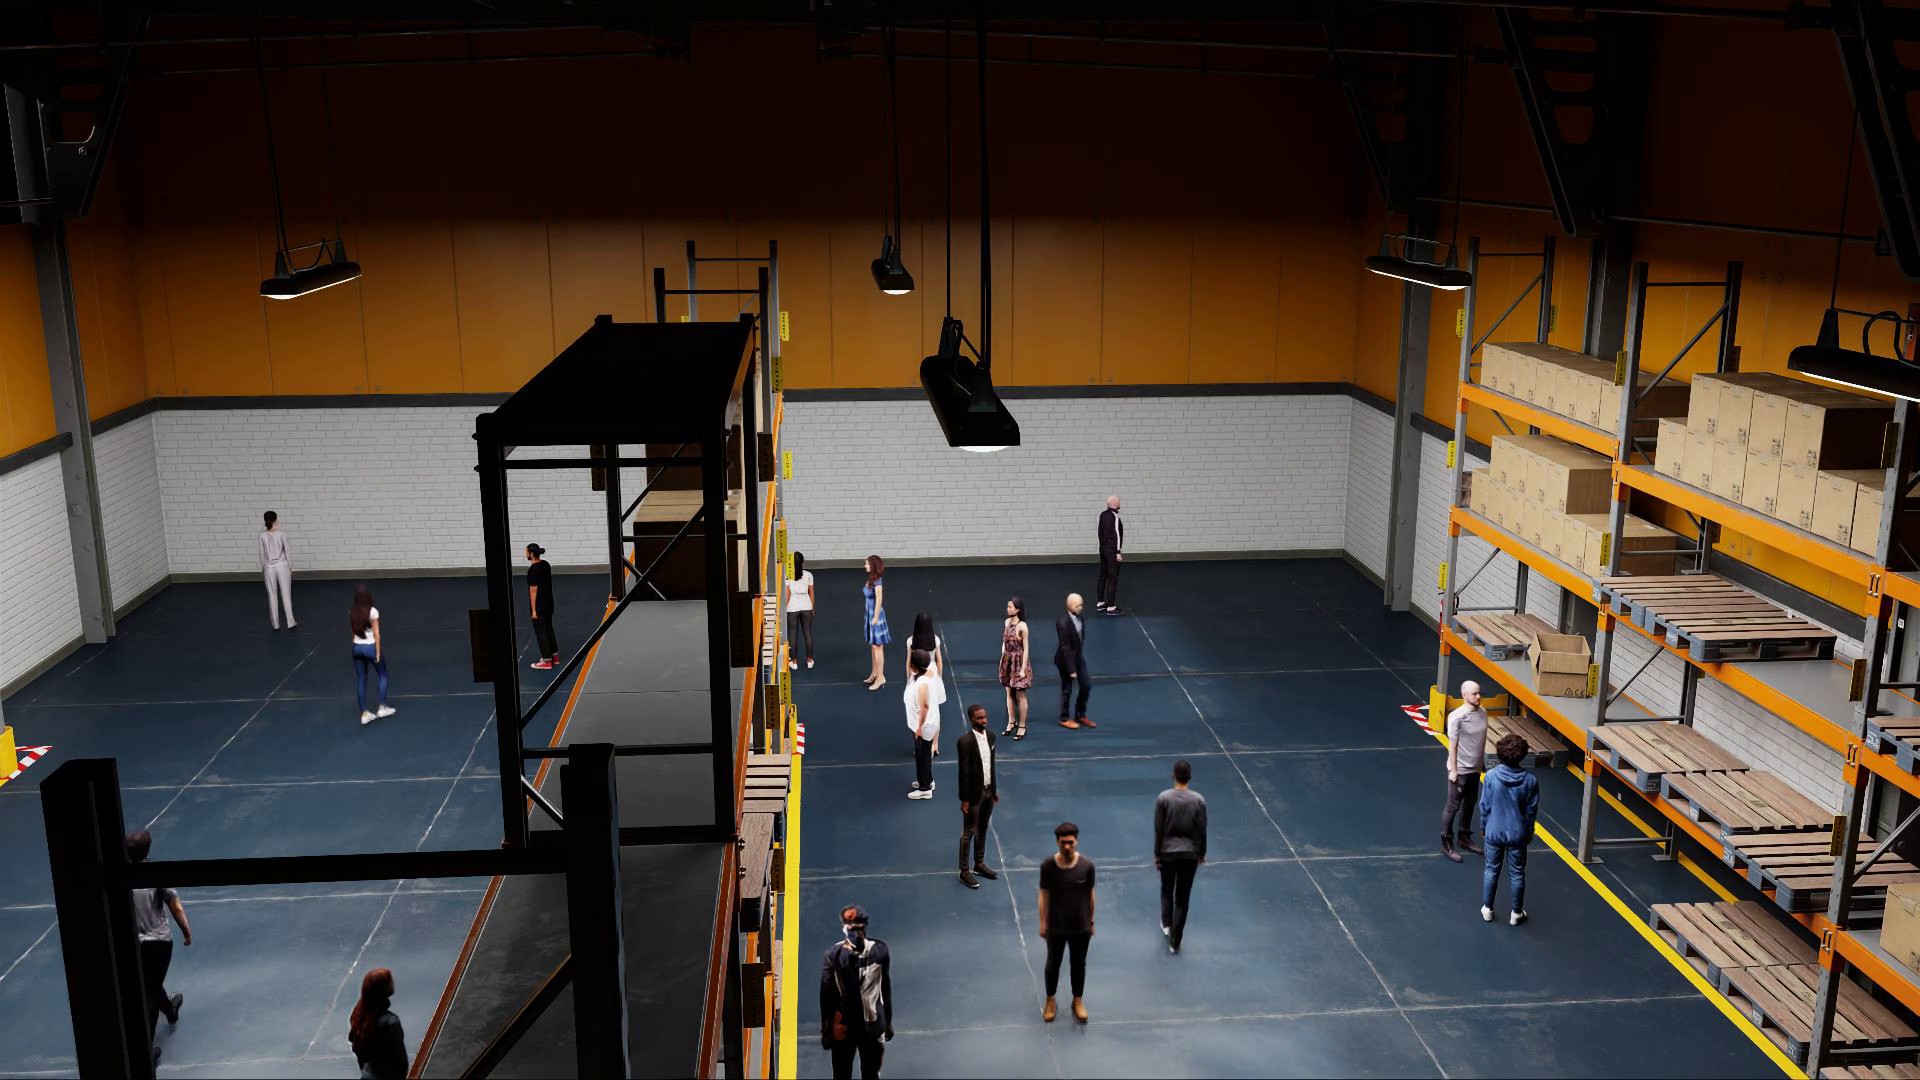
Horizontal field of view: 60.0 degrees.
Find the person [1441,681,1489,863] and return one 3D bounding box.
[{"bbox_3d":[5.110,2.301,16.835,0.749,1.832,0.754,-9,16,-33],"label":"person"}]

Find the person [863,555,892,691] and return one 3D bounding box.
[{"bbox_3d":[-1.134,1.074,21.962,0.757,1.805,0.556,-3,14,-13],"label":"person"}]

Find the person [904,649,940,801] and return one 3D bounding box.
[{"bbox_3d":[-0.429,2.009,18.352,0.780,1.687,0.632,2,14,10],"label":"person"}]

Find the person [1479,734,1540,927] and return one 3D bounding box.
[{"bbox_3d":[5.057,2.666,15.373,0.755,1.811,0.751,6,15,24],"label":"person"}]

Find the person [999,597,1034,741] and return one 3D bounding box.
[{"bbox_3d":[0.664,1.544,20.087,0.856,1.774,0.776,-10,17,-36],"label":"person"}]

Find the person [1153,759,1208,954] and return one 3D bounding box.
[{"bbox_3d":[1.943,2.839,14.803,0.751,1.743,0.888,3,14,10],"label":"person"}]

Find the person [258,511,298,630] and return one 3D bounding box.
[{"bbox_3d":[-10.130,0.442,24.634,0.603,1.775,0.553,-3,14,-10],"label":"person"}]

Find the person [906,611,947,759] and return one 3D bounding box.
[{"bbox_3d":[-0.412,1.691,19.479,0.633,1.774,0.615,-1,14,-4],"label":"person"}]

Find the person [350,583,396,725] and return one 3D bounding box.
[{"bbox_3d":[-7.404,1.431,20.585,0.710,1.760,0.788,3,14,13],"label":"person"}]

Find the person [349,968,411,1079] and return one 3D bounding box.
[{"bbox_3d":[-3.887,3.706,11.227,0.667,1.742,0.687,7,15,27],"label":"person"}]

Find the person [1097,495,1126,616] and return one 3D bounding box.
[{"bbox_3d":[2.295,0.205,25.486,0.811,1.835,0.645,-6,15,-25],"label":"person"}]

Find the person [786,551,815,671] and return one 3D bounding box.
[{"bbox_3d":[-2.199,0.954,22.792,0.599,1.646,0.578,-3,14,-14],"label":"person"}]

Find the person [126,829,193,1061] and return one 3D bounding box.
[{"bbox_3d":[-6.413,3.225,13.050,0.734,1.818,1.180,0,14,-2],"label":"person"}]

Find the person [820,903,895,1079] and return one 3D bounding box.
[{"bbox_3d":[-0.731,3.473,11.871,0.744,1.891,0.669,-5,14,-18],"label":"person"}]

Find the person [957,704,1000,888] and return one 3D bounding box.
[{"bbox_3d":[0.162,2.467,16.222,0.787,1.800,0.735,12,18,41],"label":"person"}]

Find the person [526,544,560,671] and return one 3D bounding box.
[{"bbox_3d":[-5.730,0.899,22.799,0.744,1.751,0.600,3,14,13],"label":"person"}]

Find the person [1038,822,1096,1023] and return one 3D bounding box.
[{"bbox_3d":[0.885,3.119,13.706,0.624,1.716,0.547,0,14,-2],"label":"person"}]

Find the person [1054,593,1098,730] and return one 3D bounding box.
[{"bbox_3d":[1.295,1.471,20.400,0.921,1.769,0.862,9,16,33],"label":"person"}]
